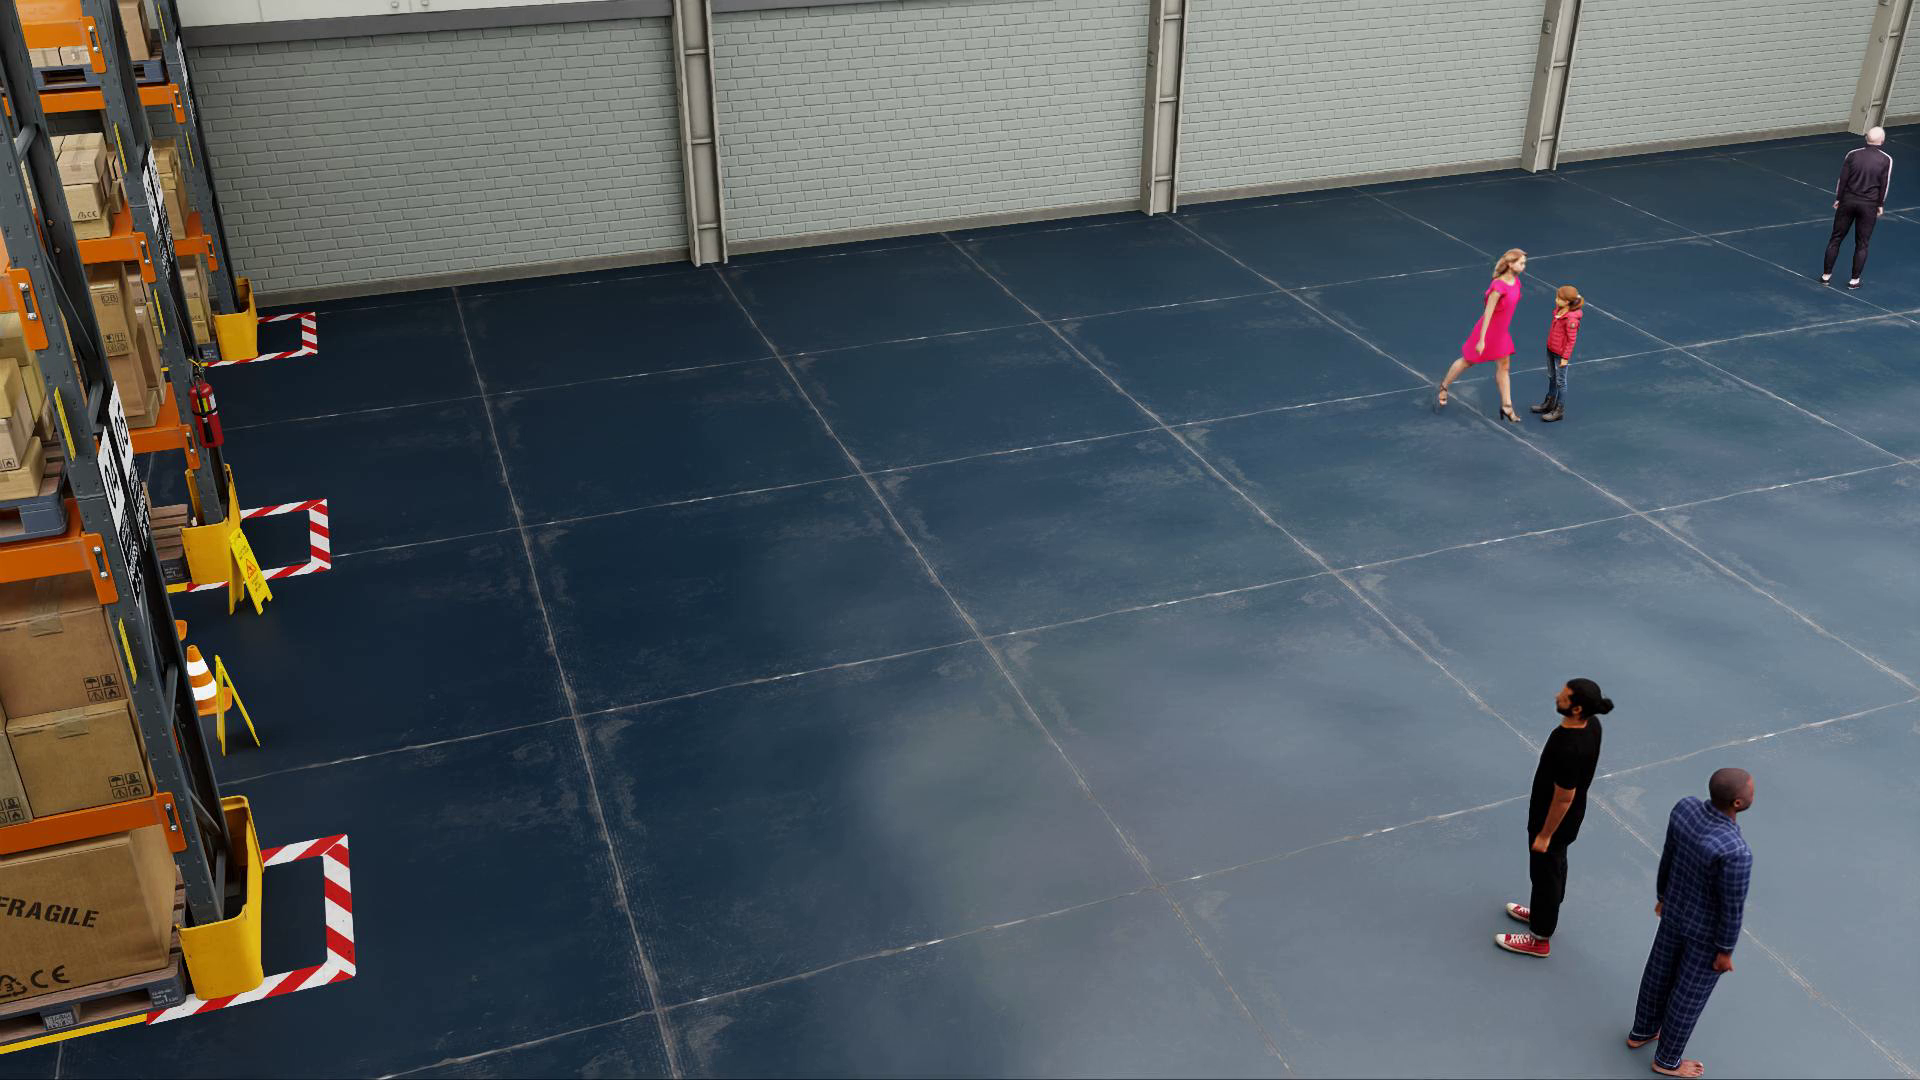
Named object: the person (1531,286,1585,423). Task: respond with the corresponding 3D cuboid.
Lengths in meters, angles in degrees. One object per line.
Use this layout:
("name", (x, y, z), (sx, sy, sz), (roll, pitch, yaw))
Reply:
("person", (5.667, -1.772, 15.689), (0.536, 1.314, 0.551), (-4, 28, -7))

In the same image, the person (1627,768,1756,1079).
("person", (3.664, 1.883, 8.283), (0.609, 1.824, 0.680), (-8, 29, -15))

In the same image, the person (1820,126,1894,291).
("person", (10.205, -3.778, 18.899), (0.759, 1.837, 0.775), (19, 33, 31))

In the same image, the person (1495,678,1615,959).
("person", (3.264, 1.497, 9.079), (0.786, 1.758, 0.715), (14, 31, 25))

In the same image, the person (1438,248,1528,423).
("person", (4.902, -1.941, 15.635), (1.111, 1.663, 0.940), (-21, 34, -34))
